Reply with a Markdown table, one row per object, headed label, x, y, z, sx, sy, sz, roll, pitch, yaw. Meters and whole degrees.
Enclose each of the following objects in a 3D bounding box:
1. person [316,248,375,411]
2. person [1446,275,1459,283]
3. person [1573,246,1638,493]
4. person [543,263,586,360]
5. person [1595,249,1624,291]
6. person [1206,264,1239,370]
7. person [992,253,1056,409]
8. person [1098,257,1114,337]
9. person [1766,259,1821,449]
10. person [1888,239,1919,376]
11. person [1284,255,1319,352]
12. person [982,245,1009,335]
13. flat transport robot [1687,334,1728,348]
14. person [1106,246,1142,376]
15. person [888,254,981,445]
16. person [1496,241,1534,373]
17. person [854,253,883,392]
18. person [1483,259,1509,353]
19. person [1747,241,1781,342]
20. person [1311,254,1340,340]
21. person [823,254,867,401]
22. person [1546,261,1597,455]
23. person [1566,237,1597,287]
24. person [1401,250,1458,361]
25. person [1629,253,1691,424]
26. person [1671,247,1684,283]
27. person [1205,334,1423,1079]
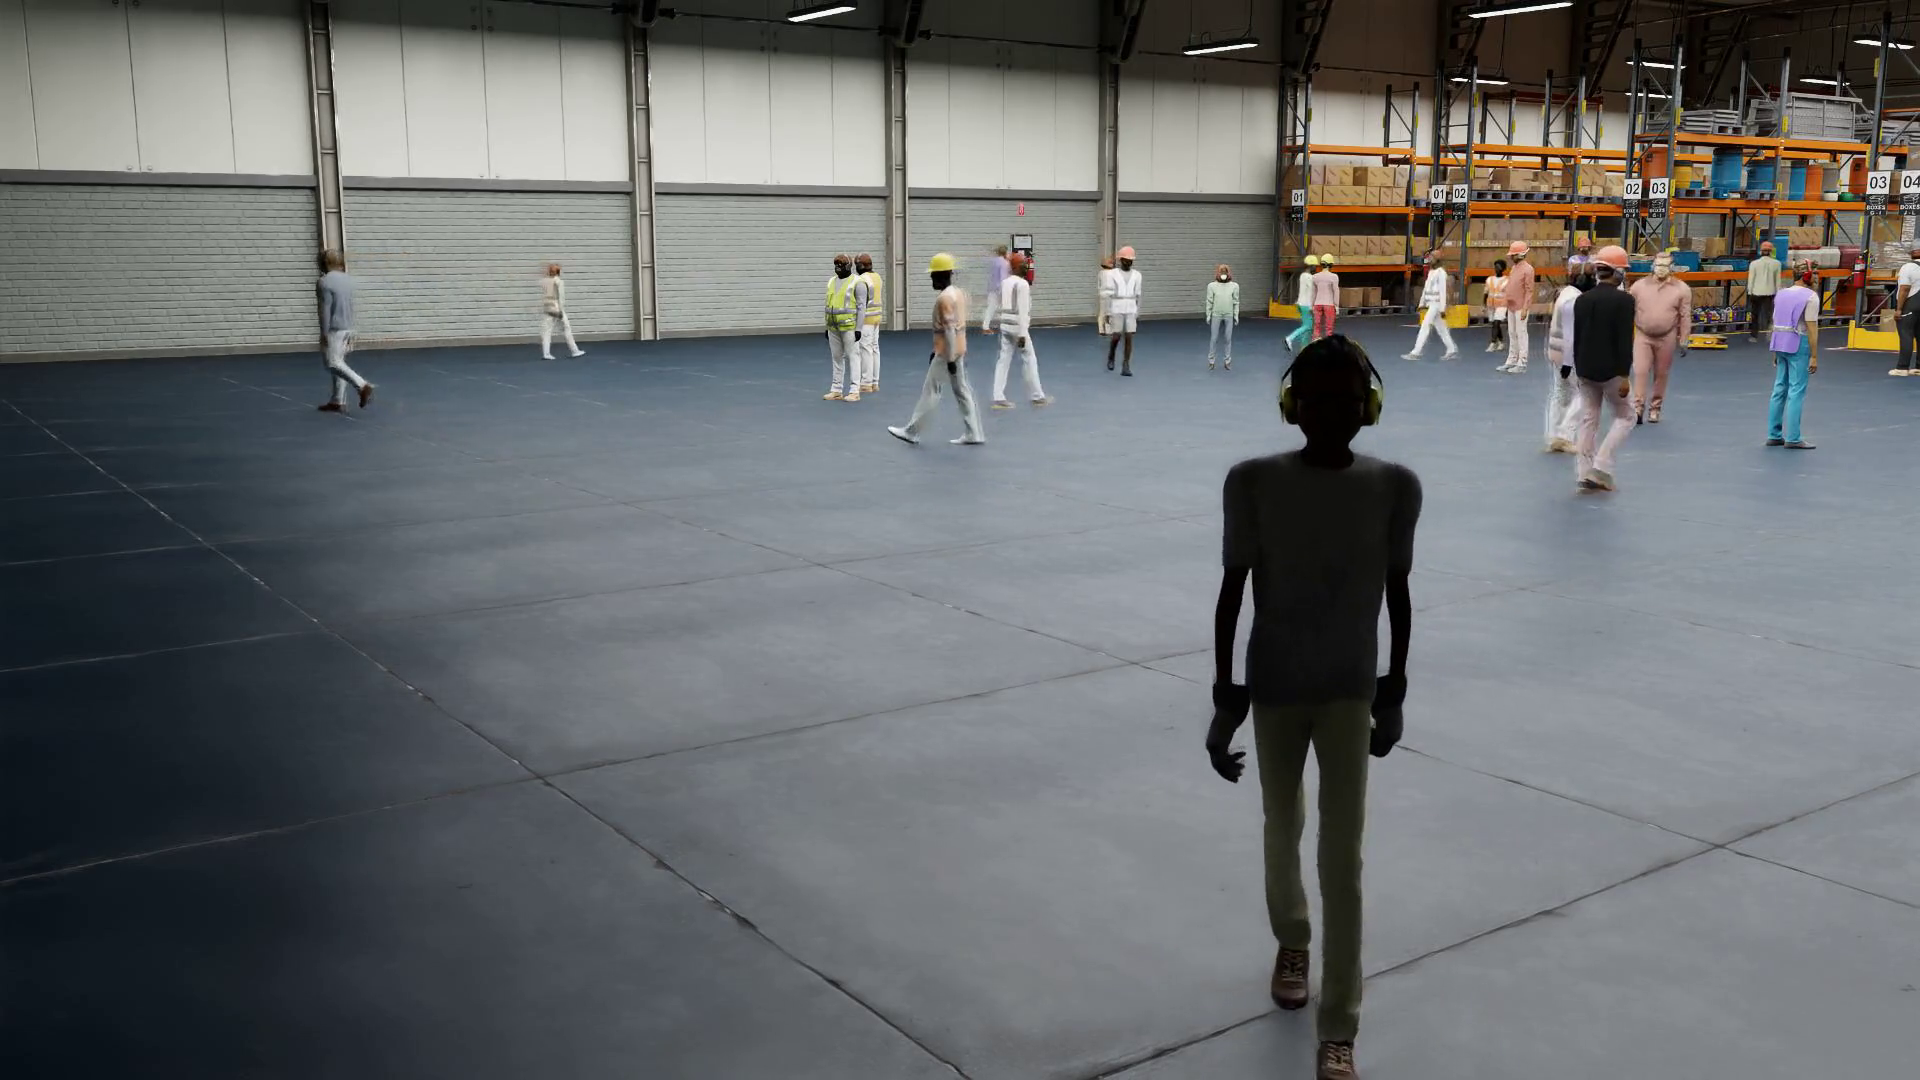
| label | x | y | z | sx | sy | sz | roll | pitch | yaw |
| --- | --- | --- | --- | --- | --- | --- | --- | --- | --- |
| person | -7.249 | -2.448 | 19.511 | 0.698 | 1.925 | 0.636 | 1 | 10 | 7 |
| person | 12.574 | -6.696 | 42.695 | 0.497 | 1.953 | 0.633 | -3 | 11 | -18 |
| person | 5.154 | -1.345 | 13.280 | 0.439 | 1.979 | 0.638 | -5 | 11 | -24 |
| person | -6.726 | -3.841 | 27.989 | 0.531 | 1.599 | 0.819 | 9 | 14 | 41 |
| person | 10.884 | -3.996 | 28.180 | 0.661 | 1.862 | 0.985 | 1 | 10 | 7 |
| person | 4.070 | -3.450 | 25.789 | 0.507 | 1.631 | 0.271 | 0 | 10 | 2 |
| person | 0.760 | -2.495 | 19.942 | 0.918 | 1.848 | 0.599 | -6 | 12 | -28 |
| person | 3.042 | -5.022 | 34.406 | 0.282 | 1.633 | 0.499 | -6 | 12 | -32 |
| person | 8.125 | -1.810 | 16.214 | 0.374 | 1.843 | 0.575 | -2 | 11 | -12 |
| person | 14.143 | -3.457 | 24.711 | 0.684 | 2.000 | 0.535 | -3 | 11 | -14 |
| person | 5.958 | -4.081 | 28.966 | 0.584 | 1.746 | 0.524 | -2 | 10 | -9 |
| person | 0.893 | -5.269 | 35.077 | 1.012 | 1.884 | 0.651 | -4 | 11 | -22 |
| flat transport robot | 13.881 | -3.719 | 30.998 | 0.652 | 0.197 | 1.431 | 3 | 11 | 18 |
| person | 2.422 | -3.403 | 24.720 | 0.552 | 1.924 | 0.539 | -2 | 11 | -12 |
| person | -0.227 | -1.871 | 16.448 | 0.935 | 1.884 | 0.601 | 3 | 11 | 14 |
| person | 8.470 | -3.536 | 25.297 | 0.393 | 1.985 | 0.611 | -2 | 10 | -9 |
| person | -1.260 | -2.875 | 22.087 | 0.429 | 1.838 | 0.621 | 4 | 11 | 19 |
| person | 9.653 | -4.197 | 29.801 | 0.819 | 1.669 | 0.532 | -9 | 14 | -42 |
| person | 15.650 | -4.815 | 32.343 | 0.629 | 1.972 | 0.724 | 1 | 10 | 8 |
| person | 6.226 | -3.981 | 28.337 | 0.525 | 1.769 | 0.308 | 9 | 13 | 39 |
| person | -1.464 | -2.663 | 20.904 | 0.627 | 1.844 | 0.429 | 8 | 13 | 36 |
| person | 5.781 | -1.696 | 15.664 | 0.462 | 1.827 | 0.645 | 2 | 11 | 13 |
| person | 12.549 | -5.070 | 33.545 | 0.616 | 2.041 | 0.377 | 4 | 11 | 20 |
| person | 7.898 | -3.898 | 27.695 | 0.985 | 1.840 | 0.576 | 0 | 10 | 1 |
| person | 7.617 | -2.184 | 18.193 | 0.676 | 1.862 | 0.966 | 4 | 11 | 22 |
| person | 16.585 | -5.869 | 38.544 | 0.690 | 1.810 | 0.625 | -8 | 13 | -36 |
| person | 0.873 | 0.406 | 4.130 | 0.505 | 1.818 | 0.983 | 2 | 11 | 11 |
